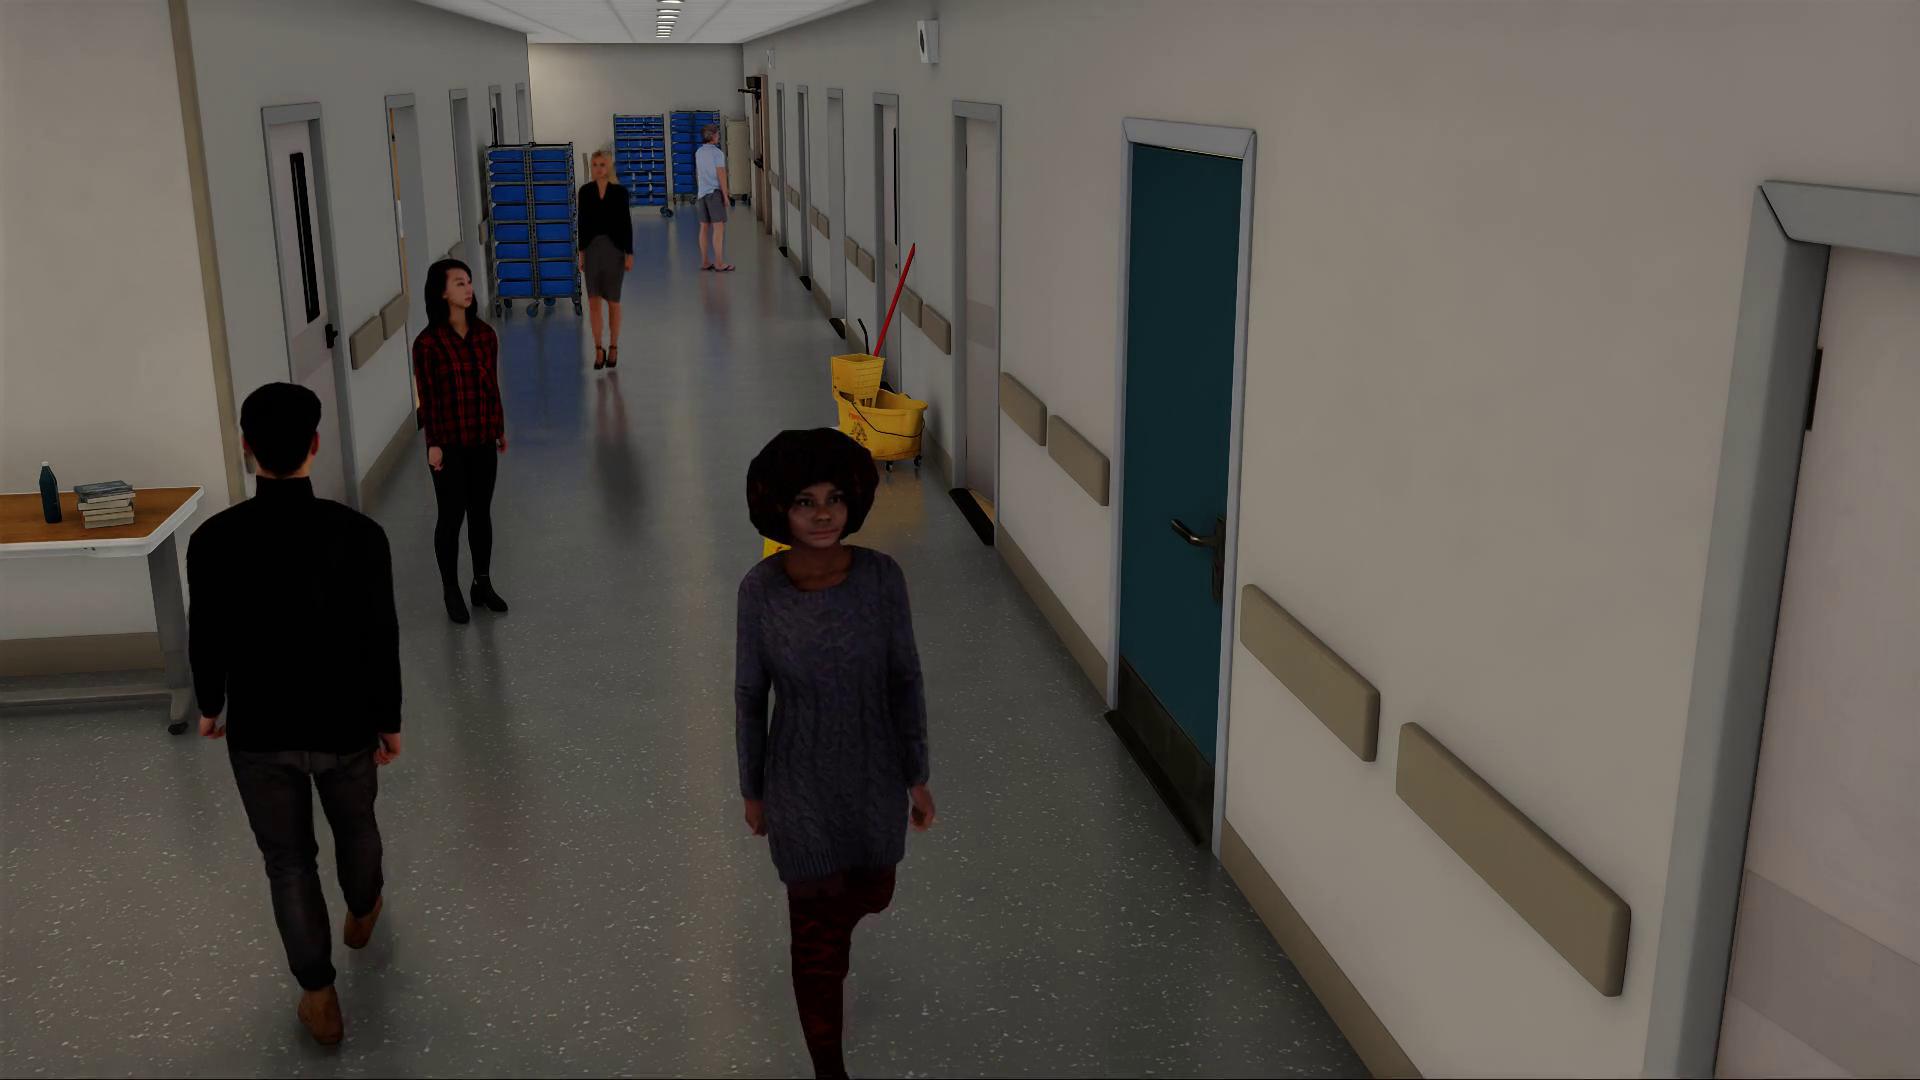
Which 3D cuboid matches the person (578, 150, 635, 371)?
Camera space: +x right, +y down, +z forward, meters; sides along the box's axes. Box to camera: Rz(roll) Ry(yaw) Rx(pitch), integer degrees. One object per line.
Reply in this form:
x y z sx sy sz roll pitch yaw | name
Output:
-2.975 -2.357 14.085 0.710 1.825 0.802 0 16 0 | person

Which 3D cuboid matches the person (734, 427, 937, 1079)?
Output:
-0.307 0.563 3.985 0.632 1.684 1.070 -4 16 -14 | person

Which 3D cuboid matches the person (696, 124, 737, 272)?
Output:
-3.178 -4.363 21.192 0.741 1.829 0.822 12 19 35 | person

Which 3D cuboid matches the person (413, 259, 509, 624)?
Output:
-2.304 -0.461 7.666 0.706 1.659 0.660 12 20 37 | person

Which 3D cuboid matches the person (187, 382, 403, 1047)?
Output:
-1.690 0.475 4.272 0.806 1.698 1.048 -7 17 -23 | person
